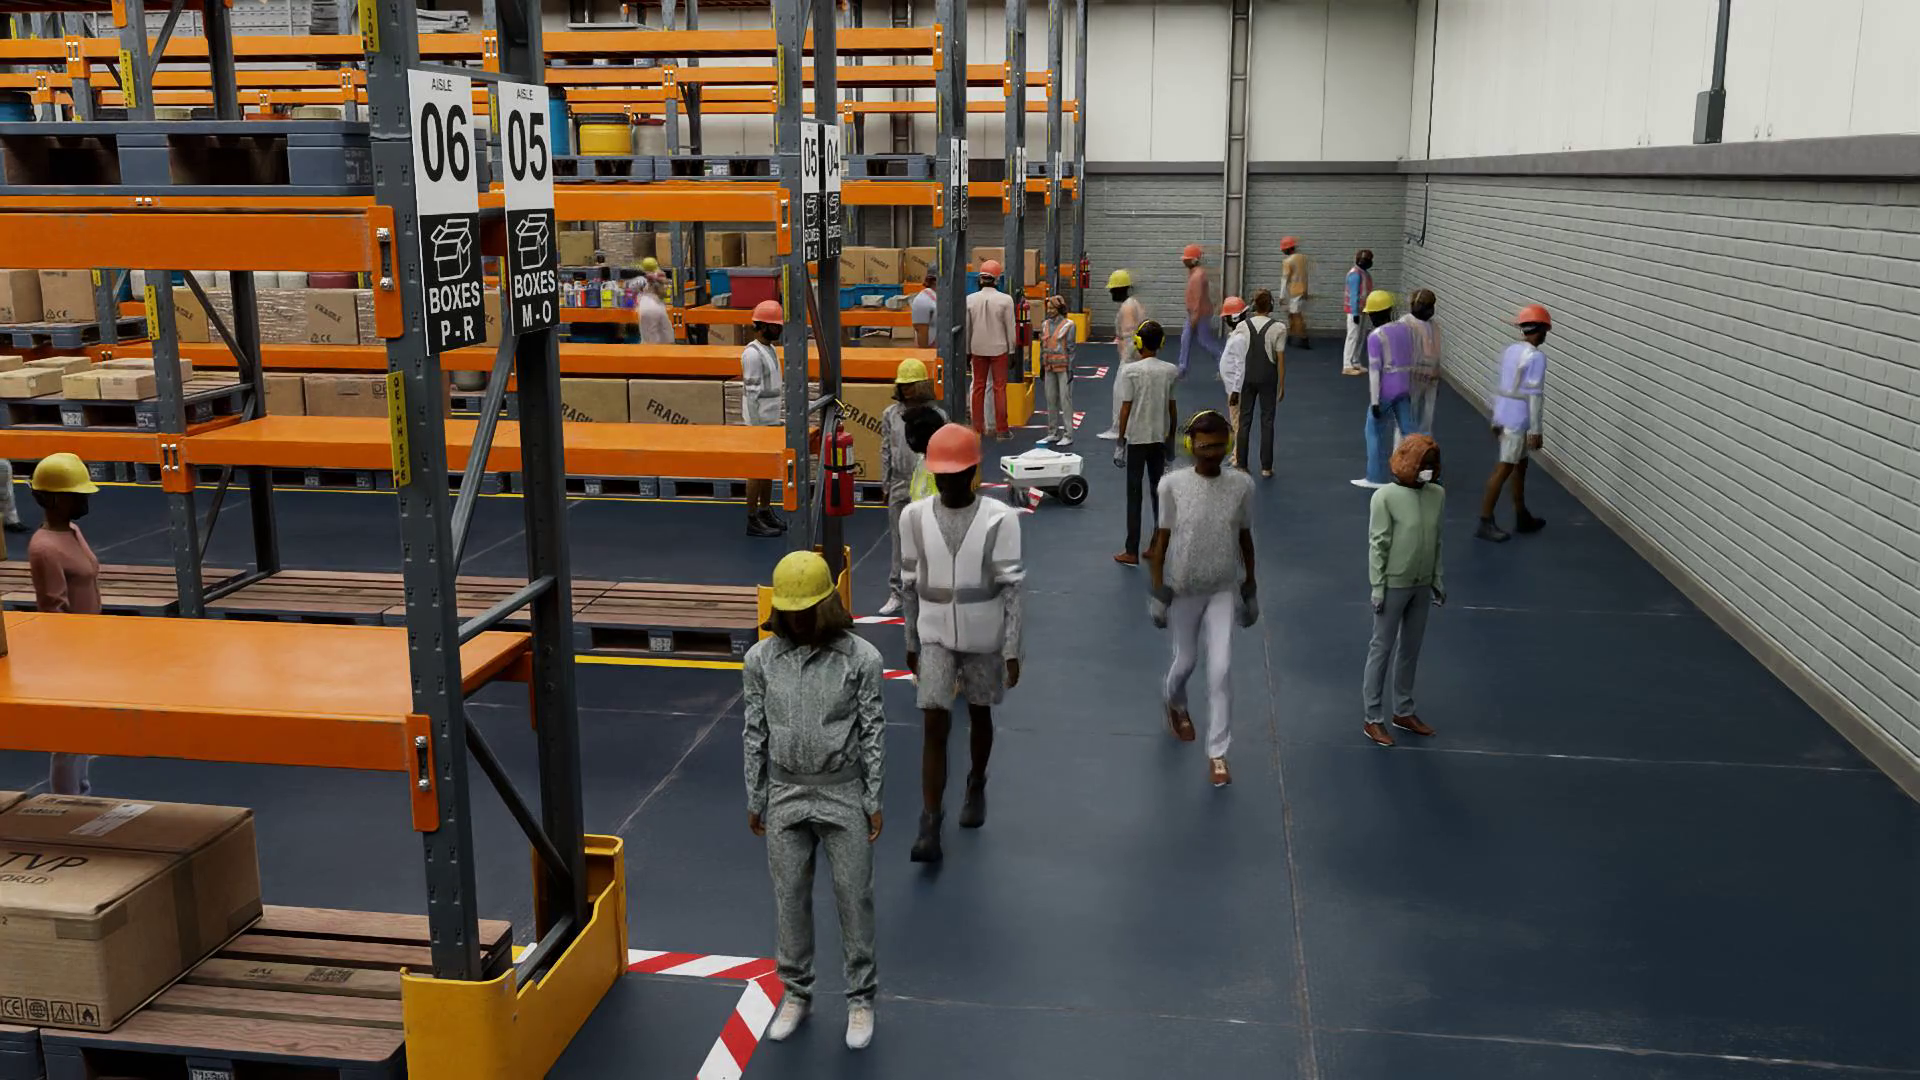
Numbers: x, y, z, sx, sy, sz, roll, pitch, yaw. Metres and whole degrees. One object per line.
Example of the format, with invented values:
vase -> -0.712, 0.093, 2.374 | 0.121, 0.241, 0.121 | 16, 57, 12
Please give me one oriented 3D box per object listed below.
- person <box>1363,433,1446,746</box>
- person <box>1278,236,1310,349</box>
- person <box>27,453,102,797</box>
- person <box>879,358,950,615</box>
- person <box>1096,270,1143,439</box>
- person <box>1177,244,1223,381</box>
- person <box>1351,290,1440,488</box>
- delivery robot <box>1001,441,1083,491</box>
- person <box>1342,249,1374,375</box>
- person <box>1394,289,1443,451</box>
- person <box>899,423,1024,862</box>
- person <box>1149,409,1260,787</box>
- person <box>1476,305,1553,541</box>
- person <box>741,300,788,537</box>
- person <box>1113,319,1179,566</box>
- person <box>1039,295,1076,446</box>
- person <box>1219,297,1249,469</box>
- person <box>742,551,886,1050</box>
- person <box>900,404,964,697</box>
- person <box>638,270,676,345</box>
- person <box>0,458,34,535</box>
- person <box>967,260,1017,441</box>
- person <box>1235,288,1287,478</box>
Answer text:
person -> 2.331, 0.247, 8.683 | 0.498, 1.633, 0.284 | -7, 14, -30
person -> 5.572, -4.150, 27.945 | 0.756, 1.886, 0.573 | 9, 16, 36
person -> -3.862, 0.491, 7.283 | 0.317, 1.766, 0.534 | -4, 13, -17
person -> -0.305, -0.341, 11.090 | 0.487, 1.744, 0.314 | 5, 13, 20
person -> 1.900, -2.049, 18.513 | 0.677, 1.887, 0.609 | 3, 13, 12
person -> 3.439, -3.208, 23.573 | 0.909, 1.958, 0.615 | -2, 13, -8
person -> 4.070, -1.370, 15.442 | 0.623, 1.888, 0.764 | -8, 15, -33
delivery robot -> 0.731, -0.648, 14.967 | 0.707, 0.478, 0.477 | -3, 13, -15
person -> 5.879, -3.351, 24.489 | 0.429, 1.834, 0.636 | 7, 15, 30
person -> 4.484, -1.534, 16.282 | 0.650, 1.841, 0.433 | -10, 16, -38
person -> -0.009, 0.440, 7.224 | 0.567, 1.885, 0.969 | 2, 13, 9
person -> 1.213, 0.235, 8.306 | 0.565, 1.834, 0.843 | -1, 13, -3
person -> 4.558, -0.952, 13.530 | 0.720, 1.899, 0.572 | -1, 13, -5
person -> -1.572, -0.988, 13.595 | 0.387, 1.929, 0.543 | 3, 13, 13
person -> 1.402, -0.731, 12.593 | 0.517, 1.867, 0.340 | -6, 14, -25
person -> 1.066, -1.850, 18.159 | 0.316, 1.631, 0.524 | -11, 17, -41
person -> 2.705, -1.522, 16.416 | 0.338, 1.742, 0.562 | 2, 13, 7
person -> -0.497, 0.877, 5.624 | 0.490, 1.731, 0.321 | 2, 13, 7
person -> -0.134, 0.063, 9.397 | 0.468, 1.667, 0.572 | -4, 13, -17
person -> -3.419, -2.039, 18.423 | 0.545, 1.887, 0.663 | -2, 13, -11
person -> -8.070, -0.914, 13.533 | 0.772, 1.812, 0.580 | 2, 13, 10
person -> 0.336, -2.086, 18.391 | 0.610, 1.996, 0.378 | 4, 13, 19
person -> 2.917, -1.521, 16.206 | 0.503, 1.839, 0.342 | 5, 14, 22
